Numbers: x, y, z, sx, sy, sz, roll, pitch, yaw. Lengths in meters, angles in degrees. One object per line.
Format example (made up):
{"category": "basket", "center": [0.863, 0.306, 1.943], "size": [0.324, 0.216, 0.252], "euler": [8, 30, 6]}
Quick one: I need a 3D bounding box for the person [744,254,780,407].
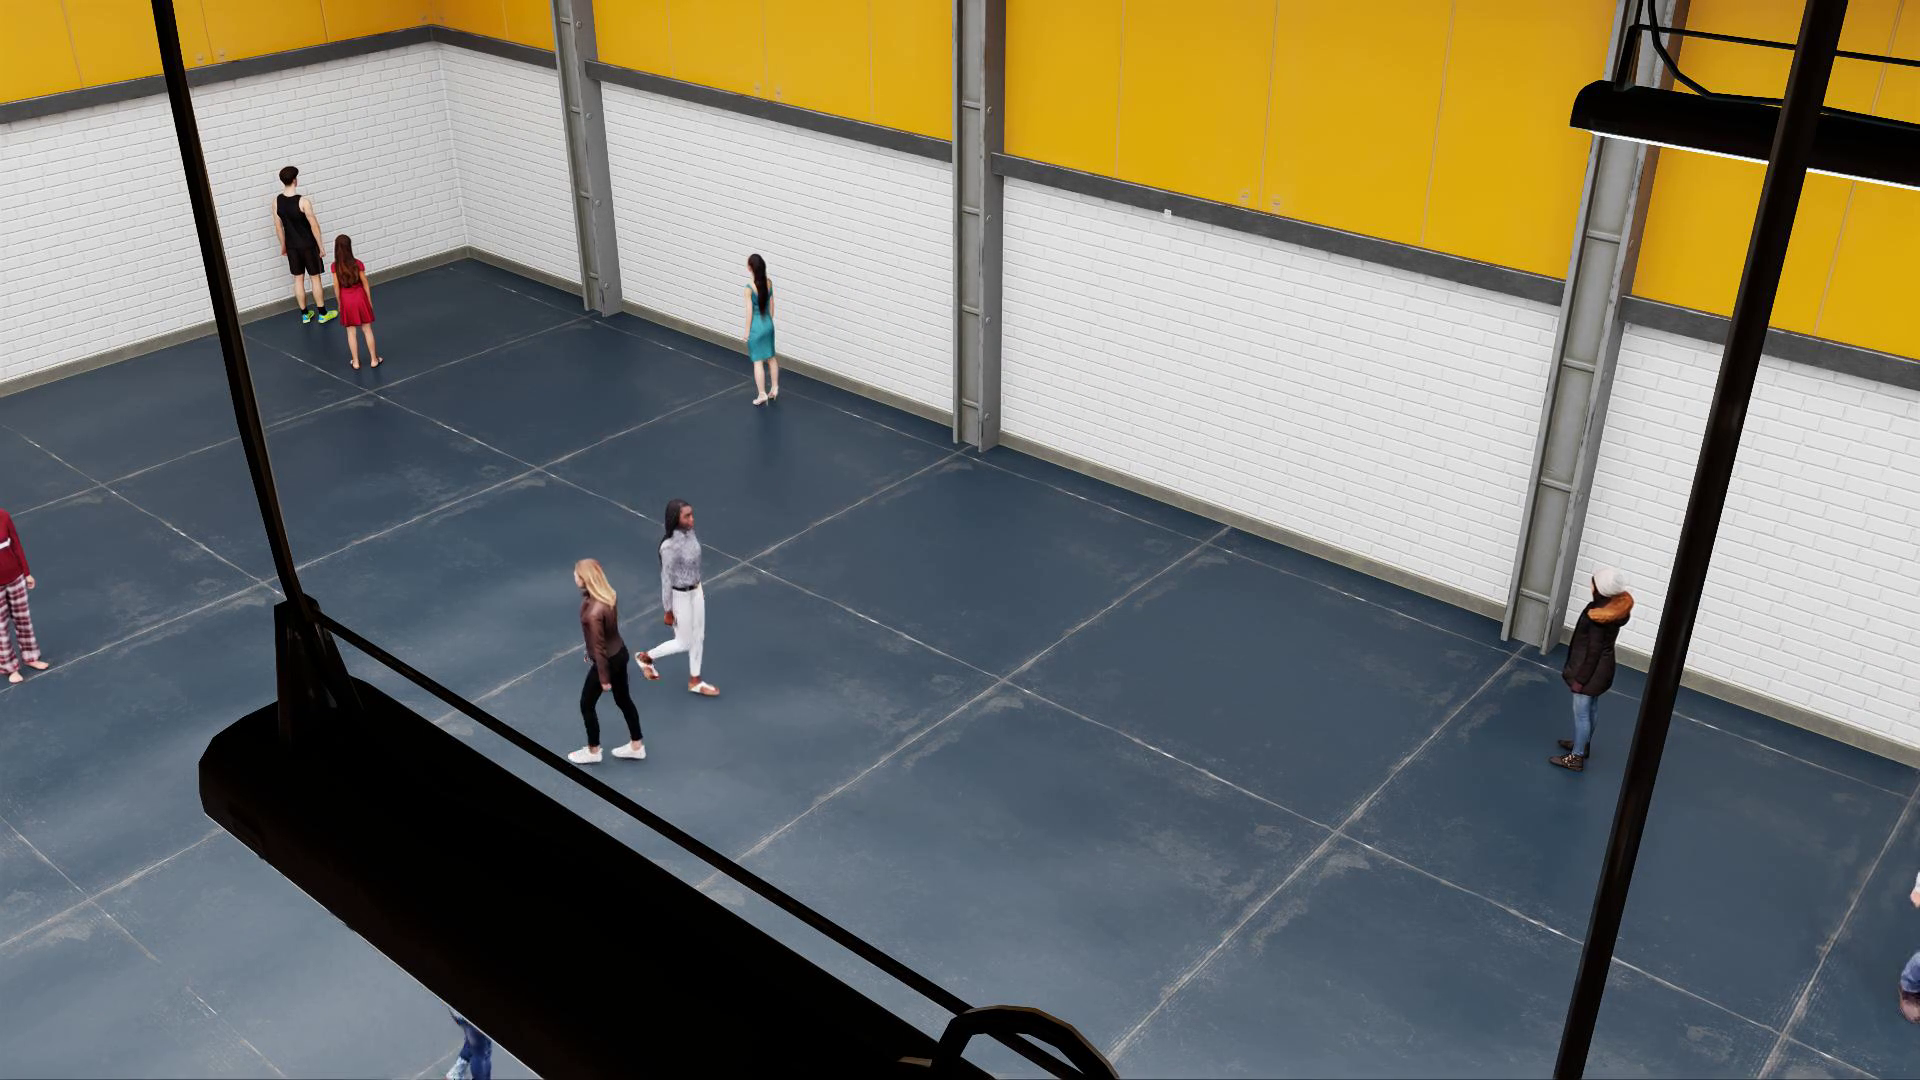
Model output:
{"category": "person", "center": [-2.134, -2.252, 17.788], "size": [0.474, 1.687, 0.564], "euler": [24, 36, 36]}

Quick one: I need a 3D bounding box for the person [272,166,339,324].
{"category": "person", "center": [-7.895, -3.531, 19.922], "size": [0.722, 1.889, 0.830], "euler": [2, 29, 4]}

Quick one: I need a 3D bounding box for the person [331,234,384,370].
{"category": "person", "center": [-6.826, -2.689, 18.730], "size": [0.670, 1.554, 0.731], "euler": [-8, 30, -14]}

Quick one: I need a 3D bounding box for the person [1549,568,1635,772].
{"category": "person", "center": [4.569, 0.922, 12.024], "size": [0.618, 1.636, 0.641], "euler": [19, 34, 31]}

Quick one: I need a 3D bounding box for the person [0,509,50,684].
{"category": "person", "center": [-7.553, 0.310, 13.076], "size": [0.532, 1.701, 0.637], "euler": [17, 33, 28]}

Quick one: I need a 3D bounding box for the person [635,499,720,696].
{"category": "person", "center": [-2.202, 0.447, 12.822], "size": [0.977, 1.706, 0.796], "euler": [10, 30, 17]}

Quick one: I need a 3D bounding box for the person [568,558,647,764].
{"category": "person", "center": [-2.458, 0.896, 12.026], "size": [0.904, 1.679, 0.815], "euler": [3, 29, 5]}
